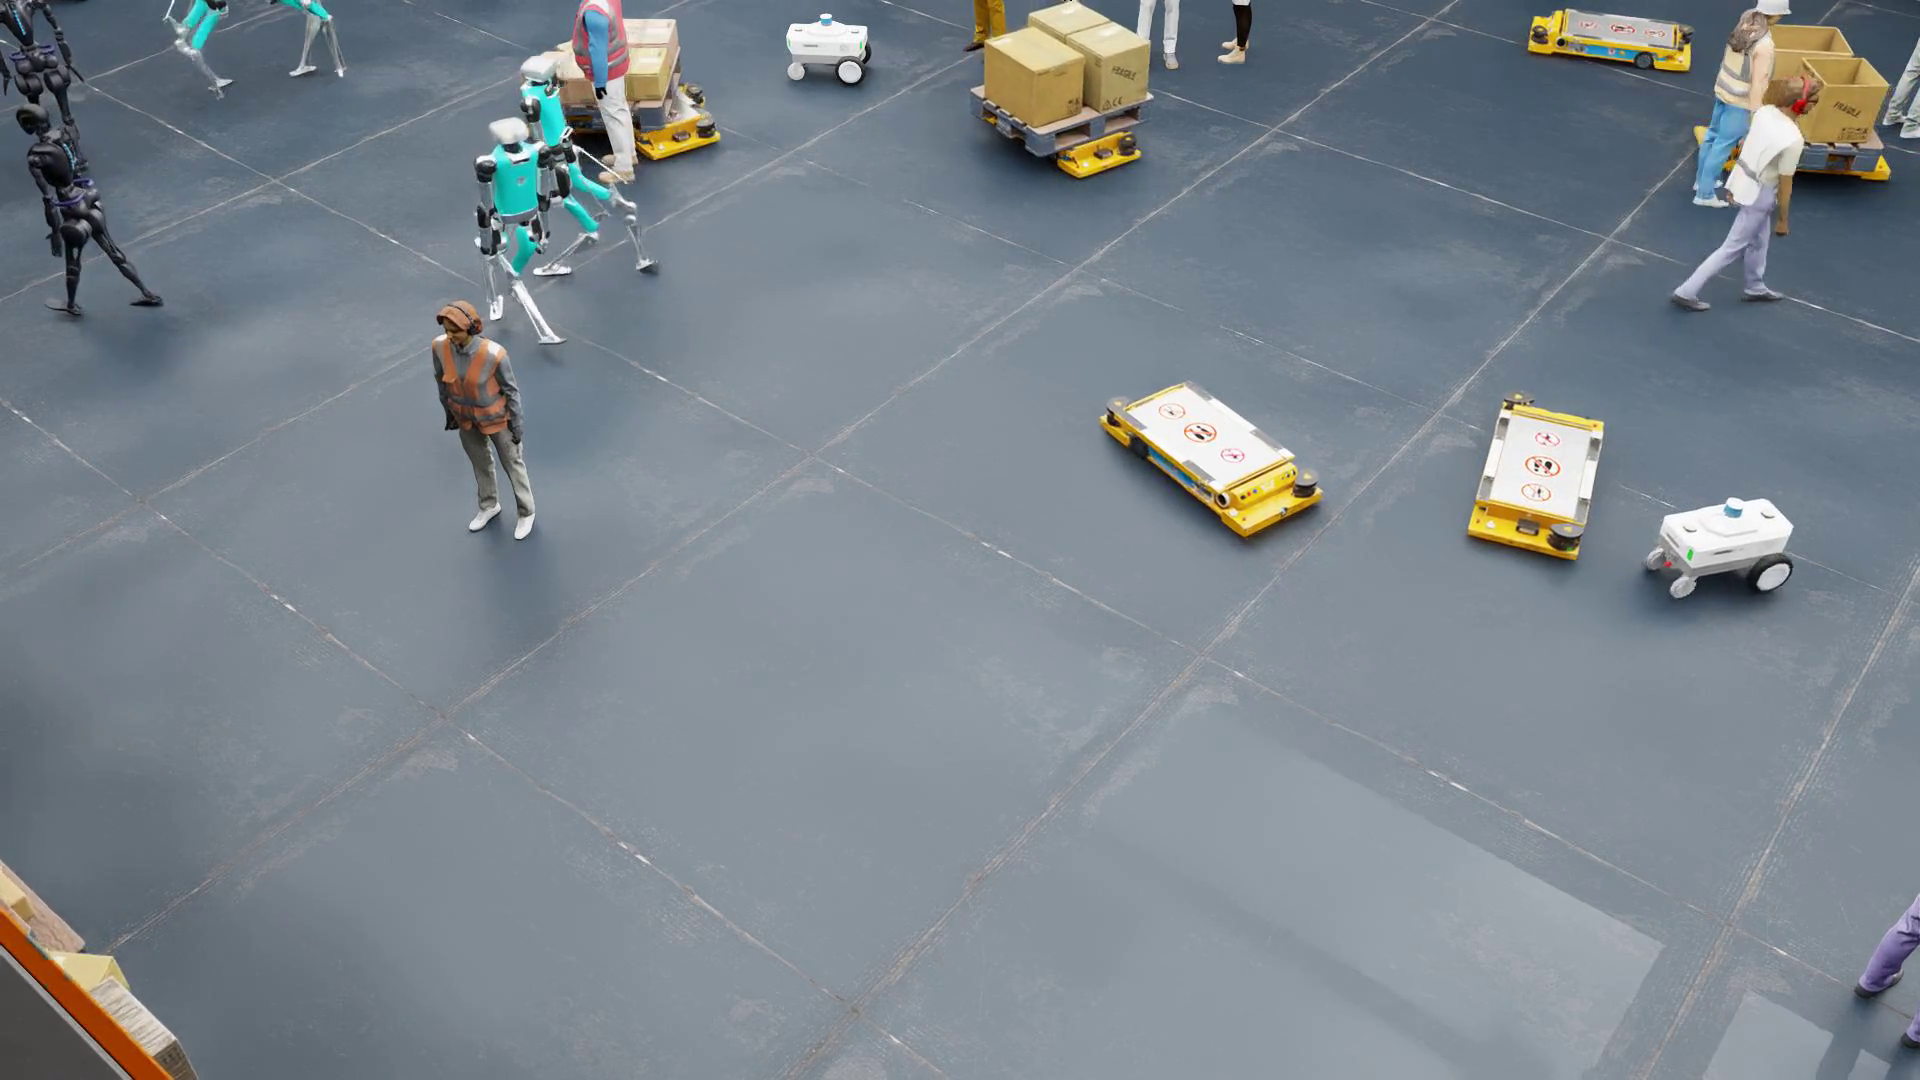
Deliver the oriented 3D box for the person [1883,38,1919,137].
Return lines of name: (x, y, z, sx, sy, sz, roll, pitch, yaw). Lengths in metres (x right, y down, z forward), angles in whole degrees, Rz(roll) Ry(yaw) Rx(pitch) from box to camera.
person: (8.240, -4.205, 13.897, 0.321, 1.730, 0.489, -10, 41, -12)

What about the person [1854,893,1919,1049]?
person: (4.354, 1.493, 7.117, 0.388, 1.836, 0.559, -14, 42, -16)

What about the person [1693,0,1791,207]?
person: (6.099, -3.461, 13.034, 0.391, 1.722, 0.509, -6, 41, -7)

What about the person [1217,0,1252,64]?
person: (2.559, -5.181, 15.076, 0.322, 1.691, 0.532, 10, 41, 11)

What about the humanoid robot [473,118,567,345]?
humanoid robot: (-3.160, -2.181, 11.539, 0.564, 1.728, 1.054, -28, 48, -29)

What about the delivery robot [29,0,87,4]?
delivery robot: (-9.029, -5.621, 16.463, 0.765, 0.586, 0.499, -21, 44, -22)

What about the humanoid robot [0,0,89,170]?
humanoid robot: (-7.512, -3.850, 13.526, 0.601, 1.638, 0.603, -22, 45, -24)

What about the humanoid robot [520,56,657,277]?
humanoid robot: (-2.681, -2.649, 12.116, 1.045, 1.775, 0.530, 3, 40, 4)

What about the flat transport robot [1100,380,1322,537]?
flat transport robot: (1.605, -0.570, 10.748, 0.659, 0.231, 1.431, -24, 46, -26)

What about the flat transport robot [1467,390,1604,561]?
flat transport robot: (3.686, -0.432, 10.586, 0.659, 0.231, 1.431, 15, 43, 17)

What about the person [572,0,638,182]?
person: (-2.854, -3.769, 13.309, 0.431, 1.837, 0.629, -2, 40, -2)

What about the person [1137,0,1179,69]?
person: (1.841, -5.153, 14.895, 0.572, 1.883, 0.355, 0, 40, 0)

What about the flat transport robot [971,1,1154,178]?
flat transport robot: (0.848, -3.526, 14.225, 0.659, 0.231, 1.431, -24, 46, -26)

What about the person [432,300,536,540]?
person: (-2.817, -0.710, 9.852, 0.518, 1.639, 0.310, 11, 42, 13)

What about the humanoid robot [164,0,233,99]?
humanoid robot: (-6.702, -4.712, 14.498, 0.781, 1.786, 0.531, -29, 48, -30)

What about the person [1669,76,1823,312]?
person: (5.644, -2.422, 11.744, 0.878, 1.803, 0.577, 0, 40, 0)

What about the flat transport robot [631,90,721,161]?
flat transport robot: (-2.721, -3.723, 14.457, 0.659, 0.231, 1.431, -25, 46, -27)

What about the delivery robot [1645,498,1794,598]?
delivery robot: (4.518, 0.007, 9.842, 0.773, 0.586, 0.499, -9, 41, -11)

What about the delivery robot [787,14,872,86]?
delivery robot: (-1.183, -4.479, 15.124, 0.774, 0.592, 0.499, 3, 40, 4)

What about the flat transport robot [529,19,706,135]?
flat transport robot: (-2.974, -3.740, 14.478, 1.431, 0.231, 0.659, 0, 40, 0)

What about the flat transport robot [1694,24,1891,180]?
flat transport robot: (6.979, -3.302, 13.963, 1.431, 0.231, 0.659, 6, 41, 6)

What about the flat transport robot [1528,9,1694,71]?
flat transport robot: (6.108, -4.699, 15.606, 1.431, 0.231, 0.659, 13, 42, 15)

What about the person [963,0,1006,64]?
person: (0.234, -5.223, 15.083, 0.344, 1.750, 0.528, -23, 45, -25)

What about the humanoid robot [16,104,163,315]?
humanoid robot: (-6.296, -2.327, 11.759, 0.774, 1.624, 0.602, 1, 40, 1)

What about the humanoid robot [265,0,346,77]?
humanoid robot: (-5.882, -4.952, 14.771, 0.542, 1.788, 0.786, 13, 42, 15)
